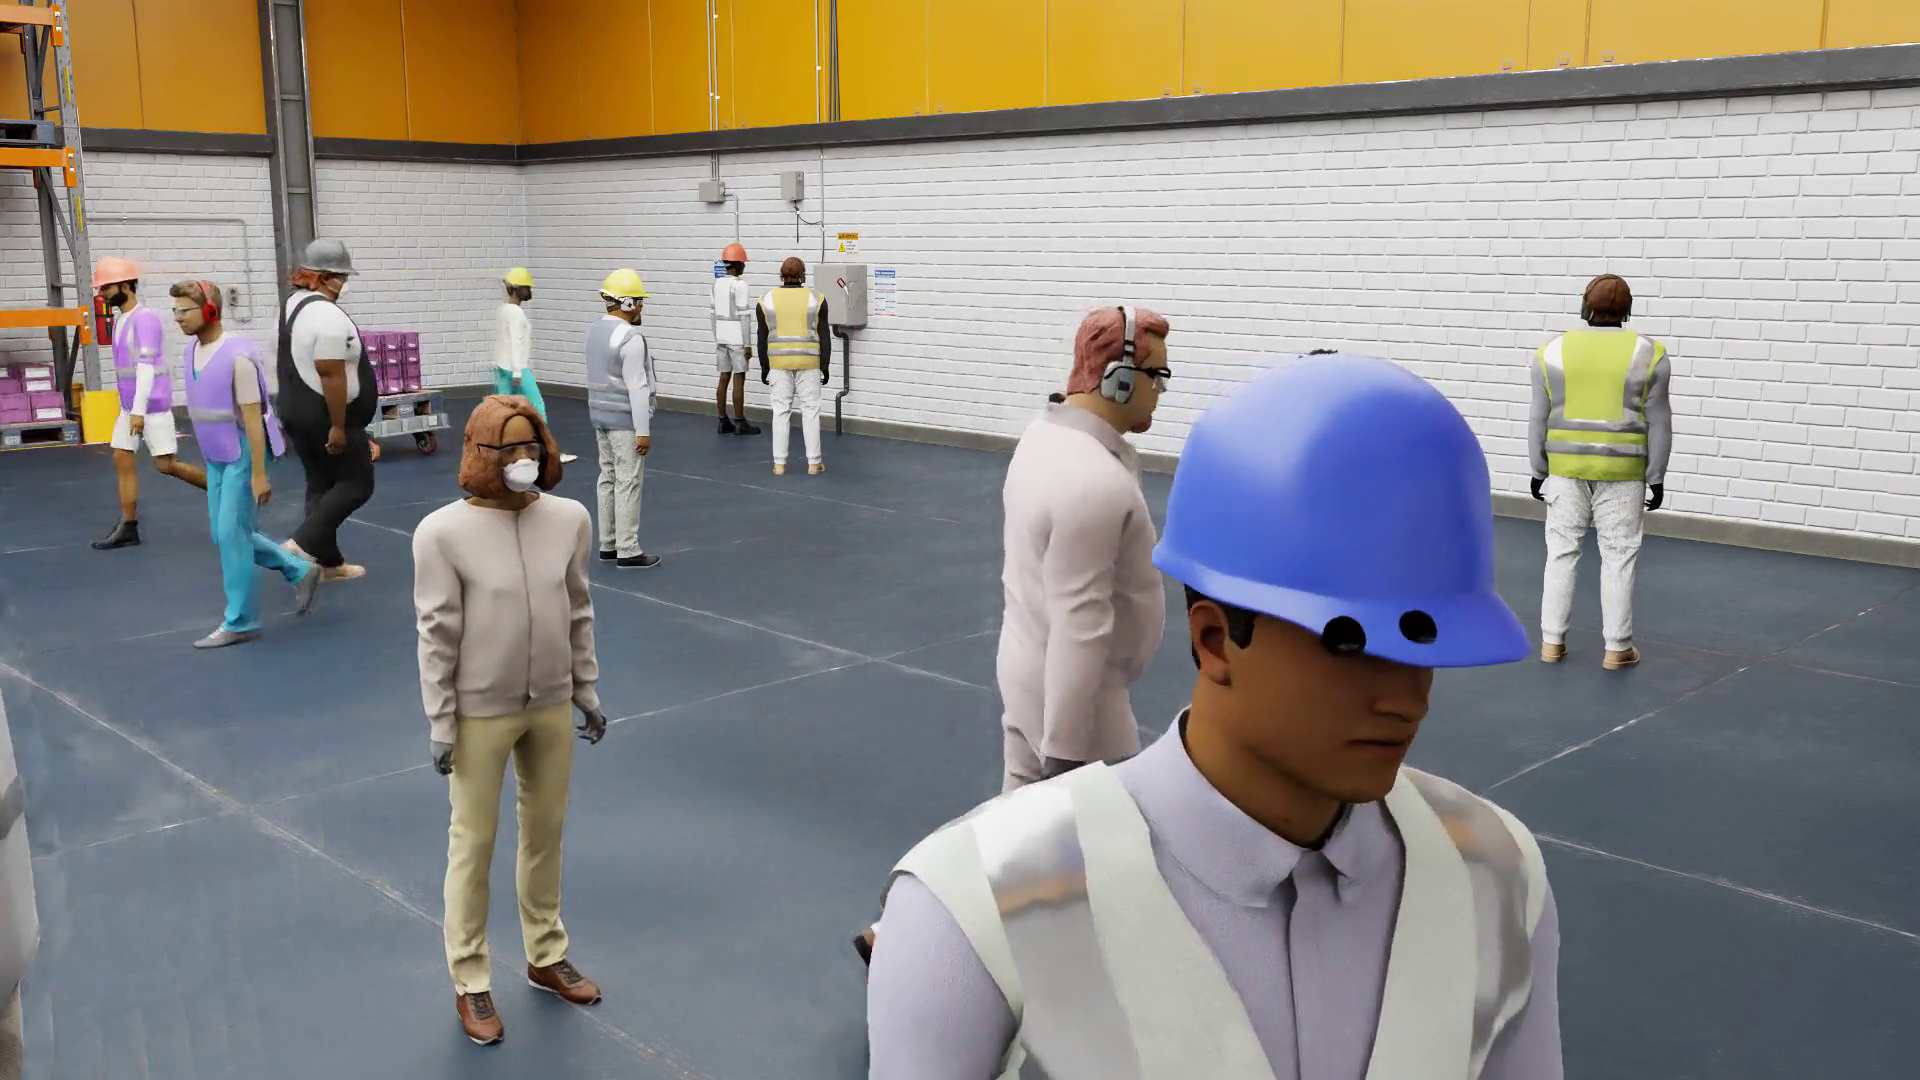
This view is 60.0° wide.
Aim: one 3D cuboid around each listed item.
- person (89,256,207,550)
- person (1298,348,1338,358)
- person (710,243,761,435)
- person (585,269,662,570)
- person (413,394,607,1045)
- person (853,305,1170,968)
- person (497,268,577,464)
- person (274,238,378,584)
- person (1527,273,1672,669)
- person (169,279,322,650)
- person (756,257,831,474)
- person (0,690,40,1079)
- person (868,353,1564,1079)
[{"bbox_3d":[-5.260,-0.905,10.891,0.543,1.901,0.869,9,14,40],"label":"person"},{"bbox_3d":[1.044,0.292,4.887,0.535,1.699,0.318,3,11,17],"label":"person"},{"bbox_3d":[-2.294,-2.036,16.928,0.547,1.938,0.379,10,14,43],"label":"person"},{"bbox_3d":[-2.041,-0.728,10.123,0.404,1.824,0.586,-9,13,-39],"label":"person"},{"bbox_3d":[-1.135,0.440,4.256,0.281,1.633,0.501,10,14,44],"label":"person"},{"bbox_3d":[0.192,0.369,4.025,0.852,1.870,0.697,-1,10,-6],"label":"person"},{"bbox_3d":[-3.764,-1.493,14.509,0.819,1.732,0.536,-6,12,-29],"label":"person"},{"bbox_3d":[-3.644,-0.732,9.536,0.694,2.000,0.610,10,14,42],"label":"person"},{"bbox_3d":[2.992,-0.316,7.803,0.633,1.846,0.429,6,12,30],"label":"person"},{"bbox_3d":[-3.547,-0.394,8.299,0.585,1.817,0.665,9,14,40],"label":"person"},{"bbox_3d":[-1.400,-1.469,14.099,0.625,1.844,0.429,0,10,-1],"label":"person"},{"bbox_3d":[-1.480,0.613,2.478,0.825,1.945,0.608,-4,11,-19],"label":"person"},{"bbox_3d":[0.218,0.816,1.365,0.631,1.941,0.417,-4,11,-22],"label":"person"}]
